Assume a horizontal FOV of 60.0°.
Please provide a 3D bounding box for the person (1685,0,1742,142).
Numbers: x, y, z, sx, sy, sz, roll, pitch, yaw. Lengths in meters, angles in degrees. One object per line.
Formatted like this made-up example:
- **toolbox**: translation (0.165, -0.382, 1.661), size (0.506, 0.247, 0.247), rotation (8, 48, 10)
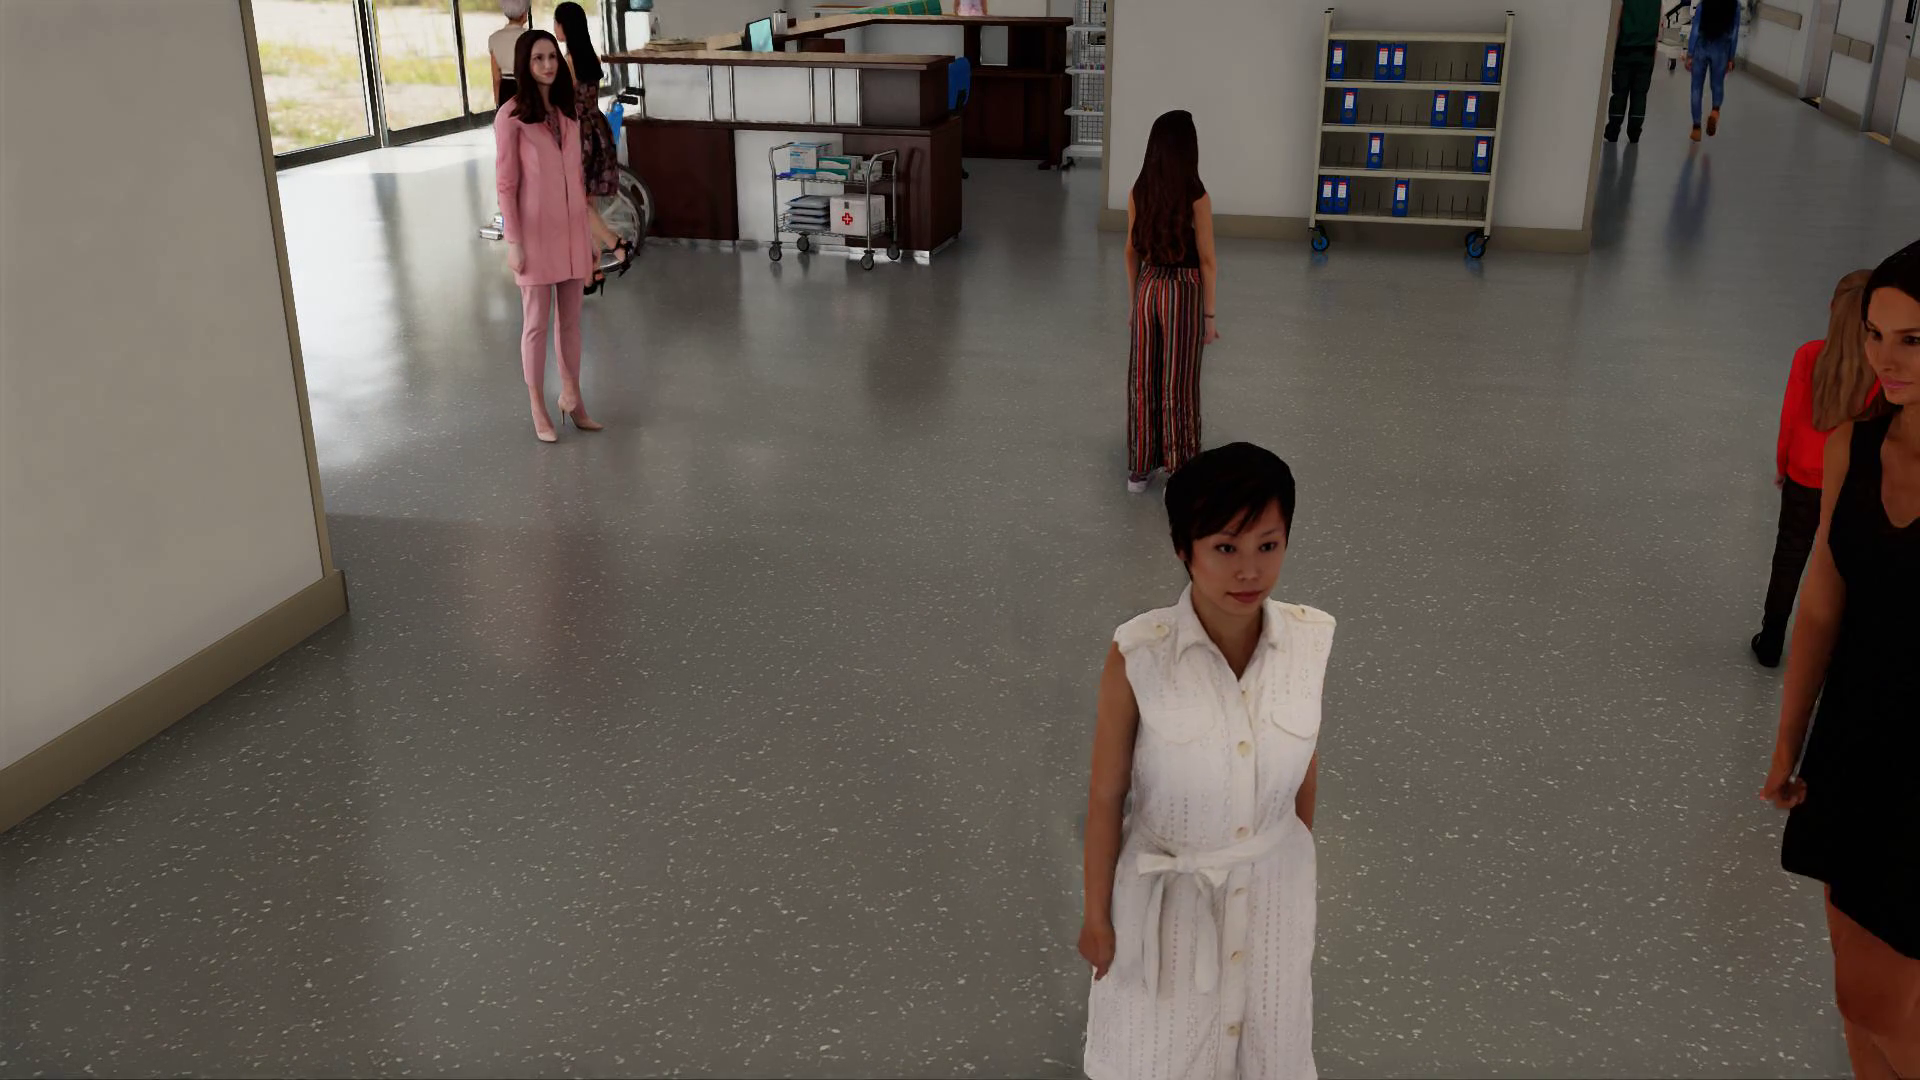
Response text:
- **person**: translation (7.708, -4.935, 17.067), size (0.800, 1.696, 0.679), rotation (6, 21, 15)

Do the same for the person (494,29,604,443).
- **person**: translation (-1.846, -1.354, 7.461), size (0.676, 1.802, 0.687), rotation (18, 27, 39)

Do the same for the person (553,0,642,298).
- **person**: translation (-2.211, -2.343, 10.127), size (0.850, 1.762, 0.702), rotation (9, 22, 22)

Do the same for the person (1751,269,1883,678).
- **person**: translation (2.708, -0.205, 5.163), size (0.506, 1.281, 0.601), rotation (11, 23, 27)

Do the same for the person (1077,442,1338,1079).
- **person**: translation (0.378, 0.571, 2.755), size (0.949, 1.535, 0.861), rotation (-4, 21, -11)

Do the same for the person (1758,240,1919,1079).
- **person**: translation (1.644, 0.409, 2.793), size (0.824, 1.810, 0.769), rotation (-12, 24, -28)

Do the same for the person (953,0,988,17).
- **person**: translation (0.160, -6.472, 20.973), size (0.770, 1.802, 0.769), rotation (8, 22, 20)

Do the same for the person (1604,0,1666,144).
- **person**: translation (6.997, -5.076, 17.232), size (0.497, 1.842, 0.682), rotation (6, 22, 15)

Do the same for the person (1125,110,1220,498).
- **person**: translation (0.844, -0.951, 6.735), size (0.569, 1.562, 0.688), rotation (15, 25, 34)

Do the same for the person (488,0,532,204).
- **person**: translation (-3.226, -3.094, 12.152), size (0.835, 1.733, 0.717), rotation (7, 22, 18)
